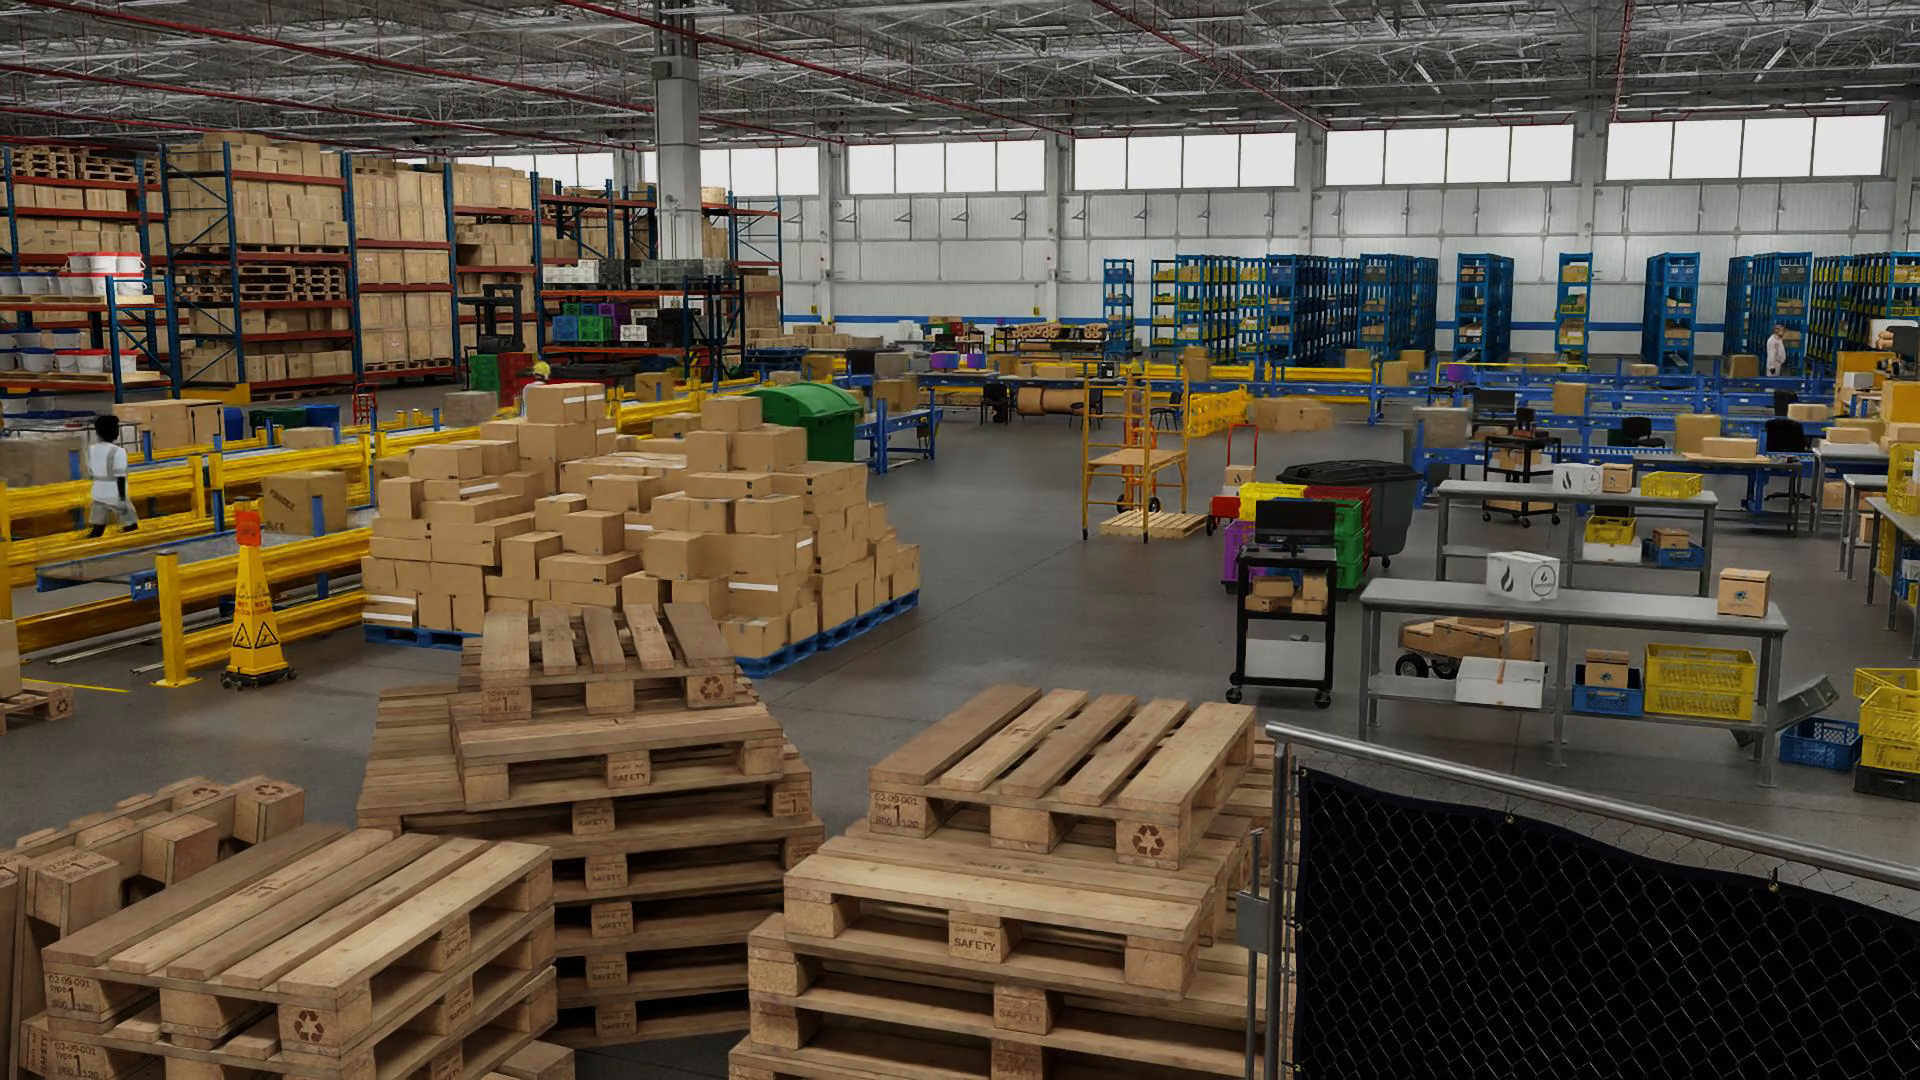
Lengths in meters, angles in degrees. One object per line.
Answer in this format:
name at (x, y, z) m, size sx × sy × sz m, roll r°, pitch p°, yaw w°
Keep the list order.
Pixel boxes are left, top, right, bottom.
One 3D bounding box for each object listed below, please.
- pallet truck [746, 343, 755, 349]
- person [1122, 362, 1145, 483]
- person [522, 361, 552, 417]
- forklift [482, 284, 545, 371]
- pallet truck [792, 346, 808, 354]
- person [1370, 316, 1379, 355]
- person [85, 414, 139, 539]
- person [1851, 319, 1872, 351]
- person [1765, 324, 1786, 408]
pallet truck at (-6.183, -4.618, 44.264) m, size 1.601 × 1.201 × 0.680 m, roll -9°, pitch 12°, yaw -43°
person at (2.543, -1.711, 24.322) m, size 0.318 × 1.766 × 0.534 m, roll 3°, pitch 10°, yaw 19°
person at (-6.044, -1.666, 23.931) m, size 0.597 × 1.801 × 0.848 m, roll 3°, pitch 10°, yaw 21°
forklift at (-10.832, -4.702, 39.610) m, size 1.129 × 2.768 × 1.873 m, roll 3°, pitch 10°, yaw 20°
pallet truck at (-3.705, -4.298, 42.022) m, size 0.653 × 1.274 × 1.630 m, roll 3°, pitch 10°, yaw 20°
person at (13.093, -6.336, 52.655) m, size 0.400 × 1.991 × 0.622 m, roll 3°, pitch 10°, yaw 19°
person at (-8.510, -0.422, 16.557) m, size 0.537 × 1.664 × 0.844 m, roll 4°, pitch 10°, yaw 24°
person at (25.201, -5.268, 46.500) m, size 0.627 × 1.812 × 0.621 m, roll -7°, pitch 12°, yaw -39°
person at (18.719, -3.979, 38.167) m, size 0.407 × 1.919 × 0.649 m, roll 6°, pitch 11°, yaw 34°
